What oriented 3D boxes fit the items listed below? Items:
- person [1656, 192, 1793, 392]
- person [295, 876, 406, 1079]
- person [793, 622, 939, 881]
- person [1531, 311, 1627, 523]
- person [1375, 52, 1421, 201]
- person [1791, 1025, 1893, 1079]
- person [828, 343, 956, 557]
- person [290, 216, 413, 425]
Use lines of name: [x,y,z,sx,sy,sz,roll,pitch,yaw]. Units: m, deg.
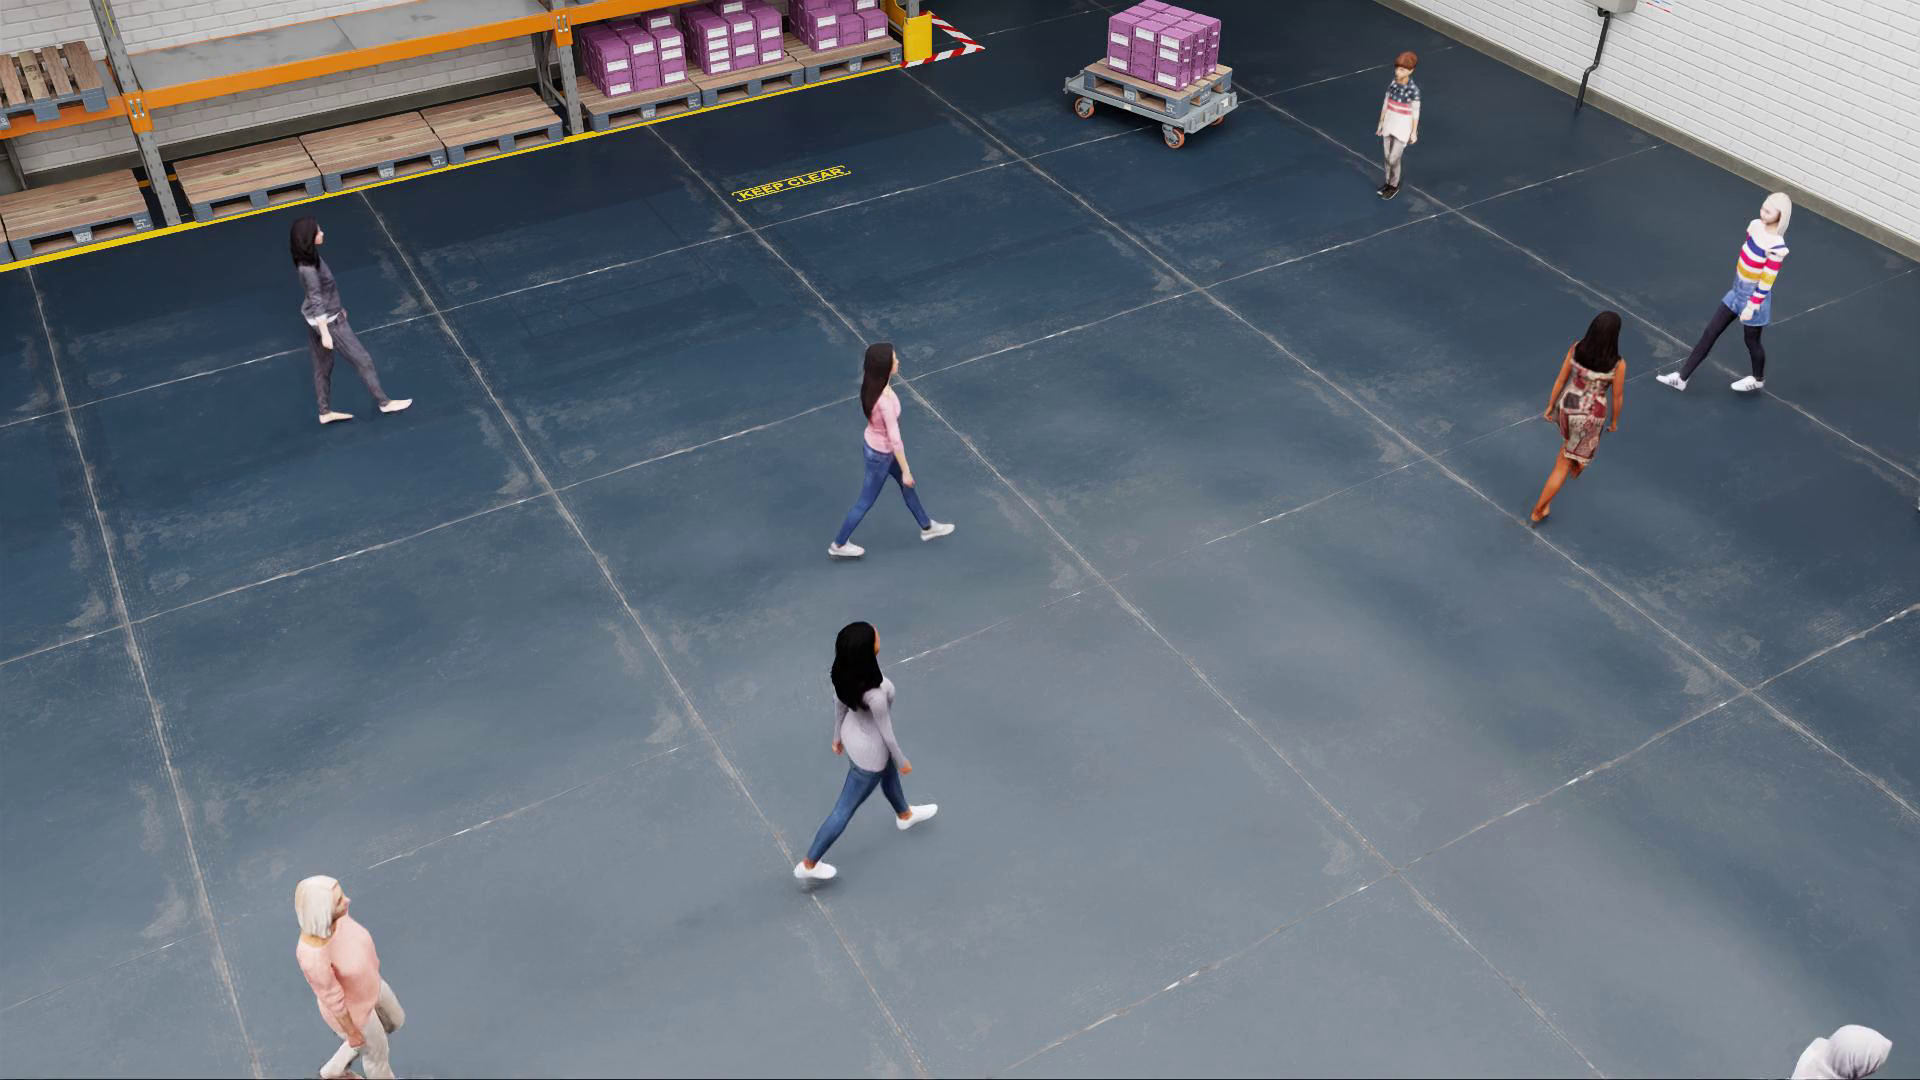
person: [6.222,-1.864,12.935,1.220,1.756,0.941,-5,39,-6]
person: [-2.966,2.177,7.905,0.849,1.719,0.755,-5,39,-6]
person: [-0.606,1.206,9.144,1.188,1.691,0.617,-19,42,-22]
person: [4.359,-0.841,11.783,0.858,1.595,1.202,30,47,32]
person: [4.211,-3.965,15.828,0.580,1.429,0.580,-28,47,-31]
person: [3.509,2.677,7.269,1.174,1.731,1.125,10,40,13]
person: [-0.617,-0.560,11.353,1.219,1.694,0.871,-7,39,-8]
person: [-4.911,-1.615,12.637,0.928,1.738,0.640,-18,42,-21]
